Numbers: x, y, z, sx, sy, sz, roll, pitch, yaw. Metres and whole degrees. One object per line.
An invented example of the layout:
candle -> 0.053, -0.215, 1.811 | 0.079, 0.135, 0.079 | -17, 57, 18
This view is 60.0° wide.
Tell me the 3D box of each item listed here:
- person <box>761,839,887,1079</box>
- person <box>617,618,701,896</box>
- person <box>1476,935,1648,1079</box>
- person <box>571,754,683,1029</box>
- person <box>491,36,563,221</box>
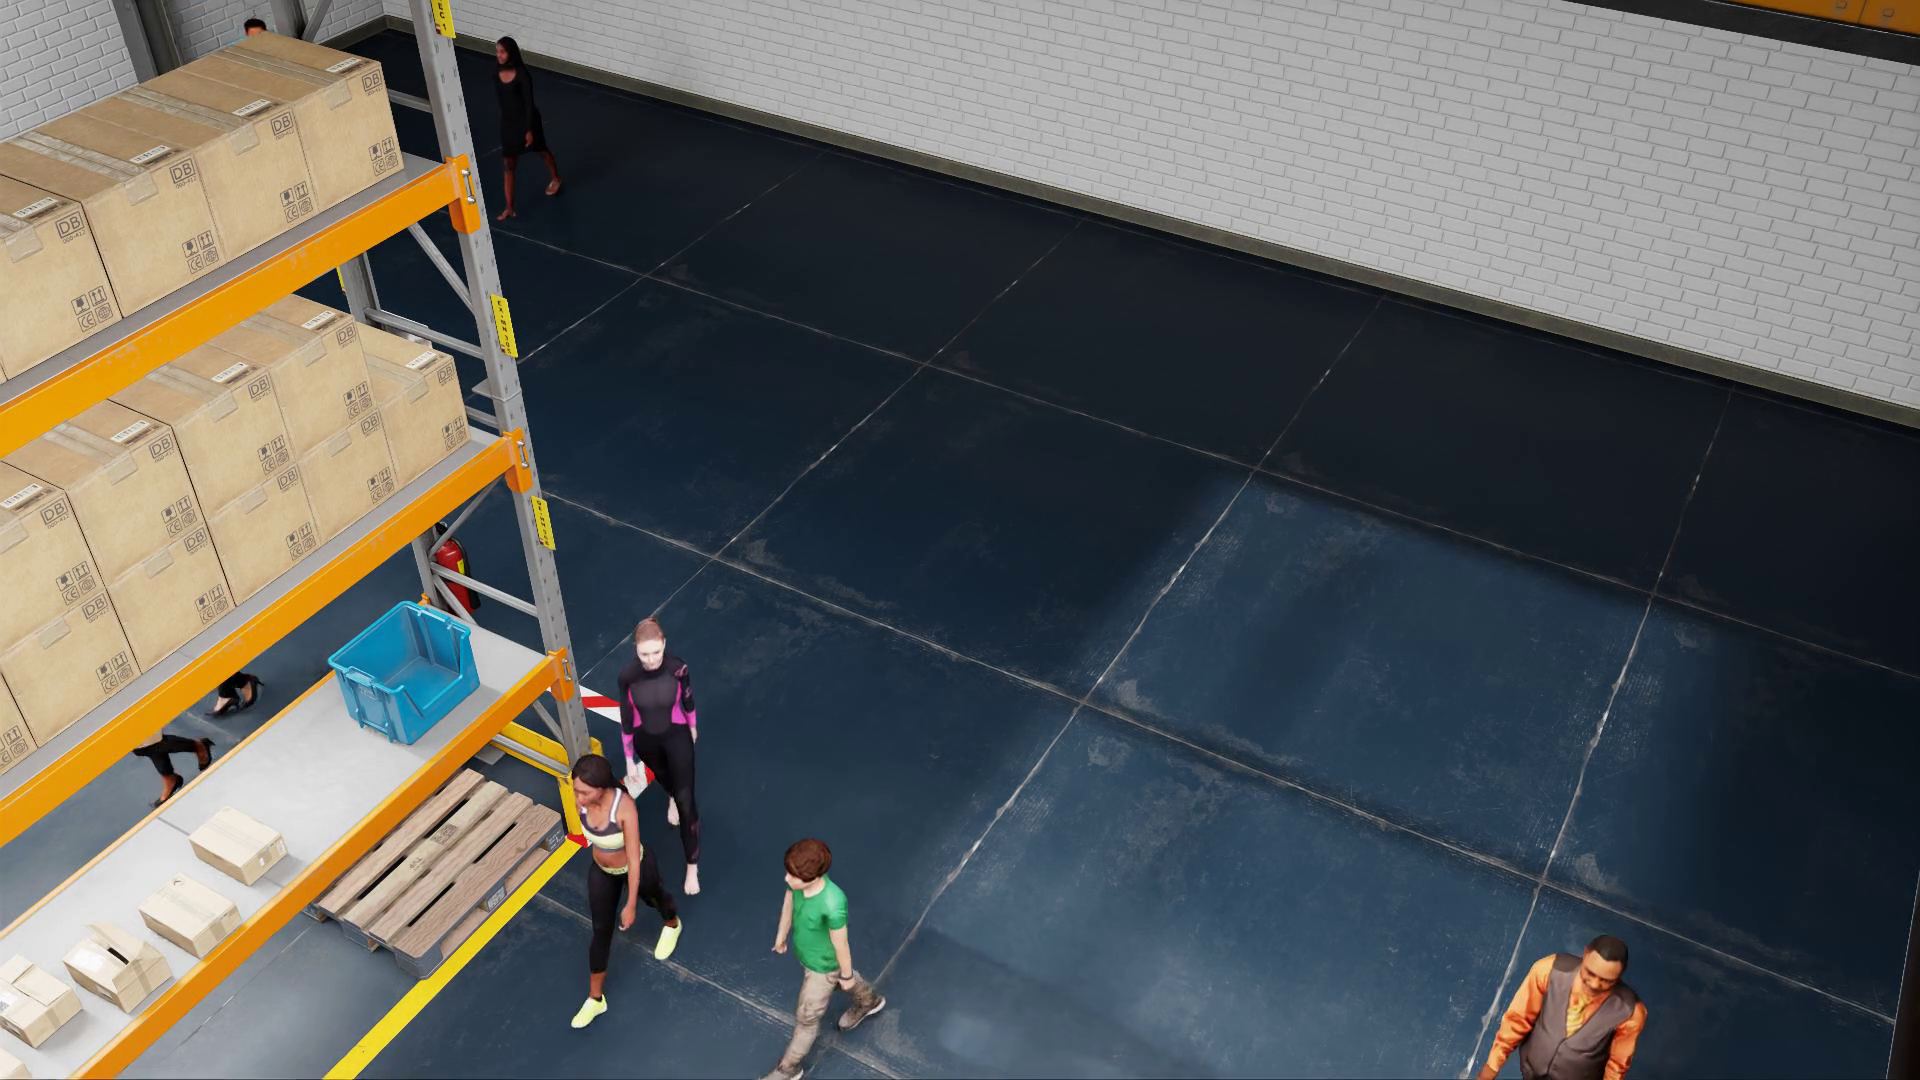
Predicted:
person -> -0.638, 2.043, 8.384 | 1.165, 1.606, 0.922 | -22, 44, -25
person -> -1.706, 1.089, 9.504 | 0.983, 1.701, 1.151 | -4, 39, -4
person -> 2.830, 2.387, 7.752 | 0.916, 1.859, 1.310 | 31, 48, 33
person -> -1.707, 1.679, 8.760 | 0.705, 1.706, 1.146 | 12, 40, 15
person -> -4.114, -3.961, 15.849 | 0.752, 1.674, 1.226 | 14, 41, 17
